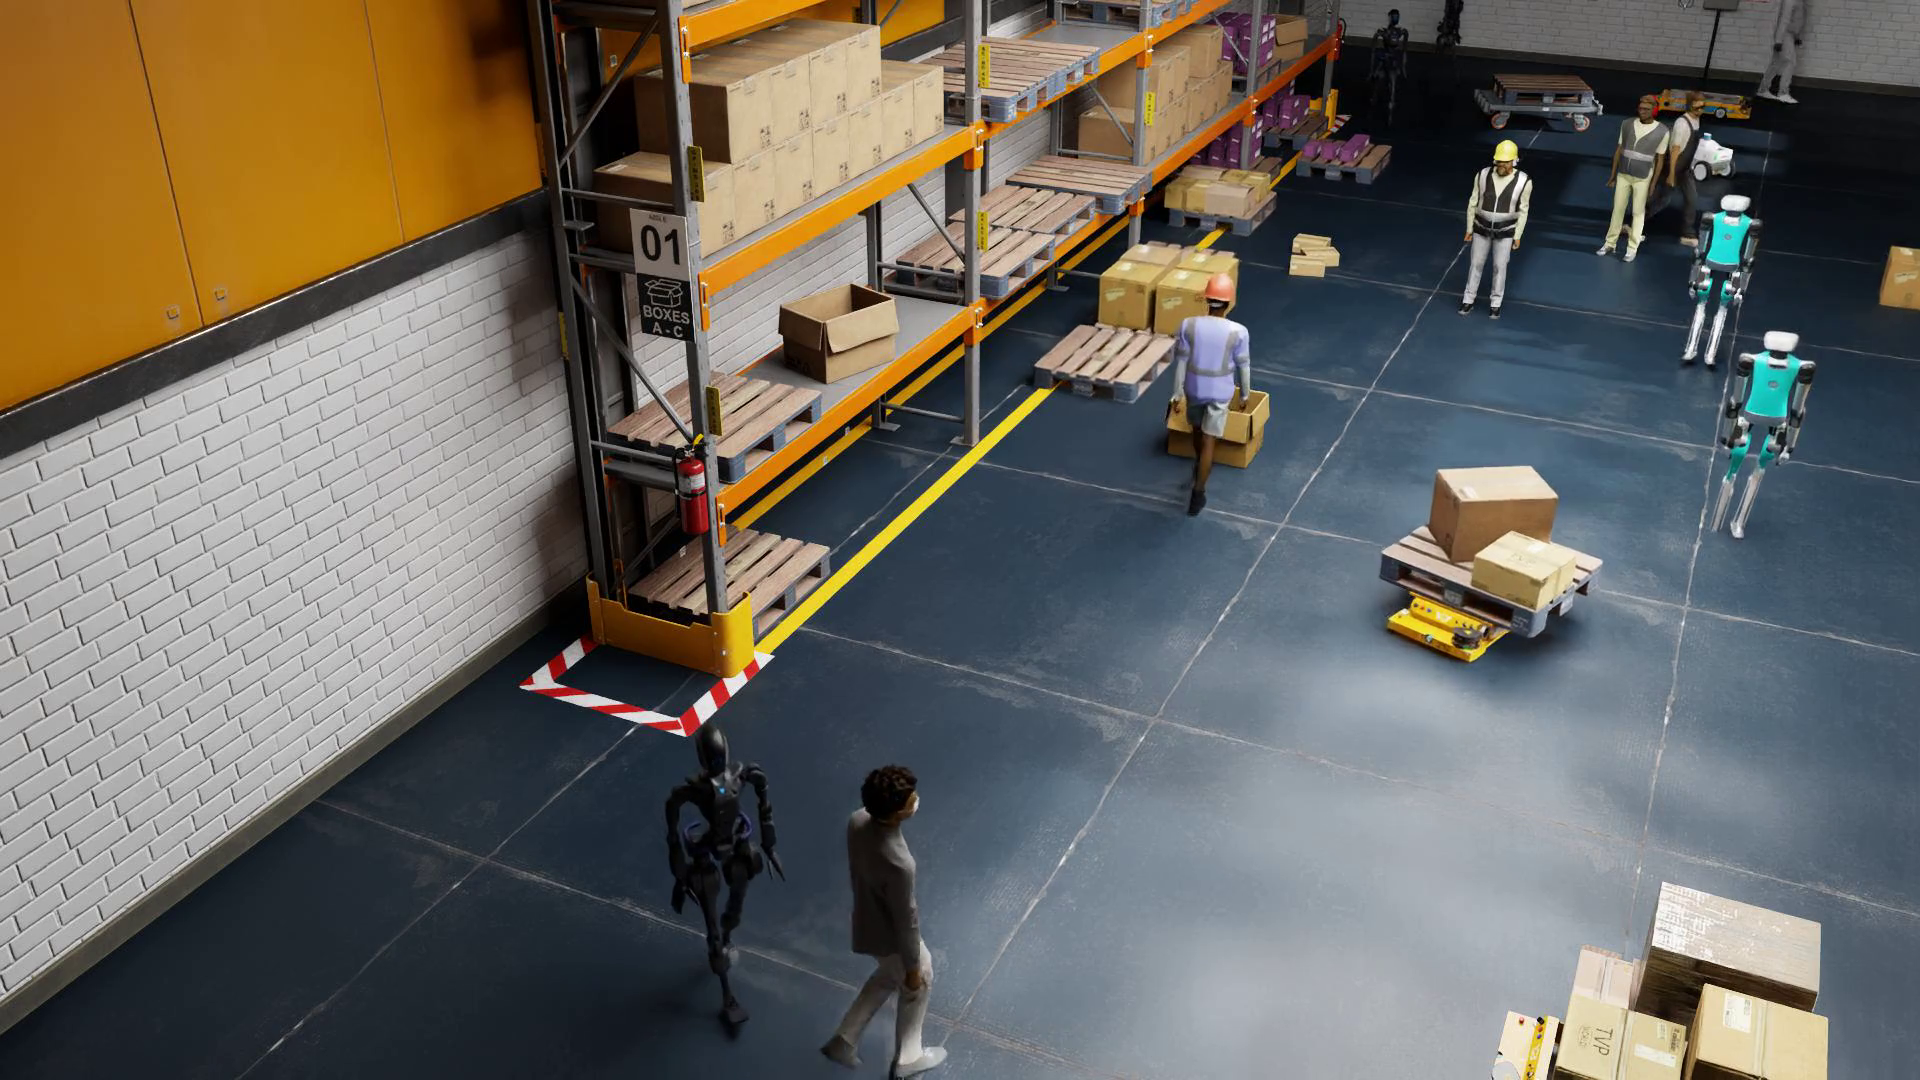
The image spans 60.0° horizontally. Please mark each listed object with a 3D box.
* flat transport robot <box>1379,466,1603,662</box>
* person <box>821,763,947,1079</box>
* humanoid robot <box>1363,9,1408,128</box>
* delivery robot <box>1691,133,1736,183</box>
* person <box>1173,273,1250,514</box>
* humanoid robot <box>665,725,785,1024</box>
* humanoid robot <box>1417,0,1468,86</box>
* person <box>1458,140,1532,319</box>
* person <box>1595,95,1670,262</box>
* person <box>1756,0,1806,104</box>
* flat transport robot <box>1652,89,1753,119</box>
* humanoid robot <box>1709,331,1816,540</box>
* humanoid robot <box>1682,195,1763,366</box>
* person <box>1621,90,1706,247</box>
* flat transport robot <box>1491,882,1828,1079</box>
[{"bbox_3d":[3.742,0.420,11.950,0.659,0.231,1.431,25,37,38],"label":"flat transport robot"},{"bbox_3d":[-0.331,1.798,7.694,0.512,1.870,0.556,-18,33,-30],"label":"person"},{"bbox_3d":[6.133,-6.814,23.937,0.611,1.634,0.772,-5,29,-9],"label":"humanoid robot"},{"bbox_3d":[9.695,-4.988,21.677,0.523,0.596,0.767,-12,30,-21],"label":"delivery robot"},{"bbox_3d":[2.032,-1.226,13.293,0.571,1.881,0.982,11,30,19],"label":"person"},{"bbox_3d":[-1.163,1.610,8.309,0.590,1.628,0.743,-14,32,-25],"label":"humanoid robot"},{"bbox_3d":[7.643,-7.925,25.999,0.831,1.618,0.611,21,35,34],"label":"humanoid robot"},{"bbox_3d":[5.443,-3.162,16.945,0.589,1.833,0.404,13,31,22],"label":"person"},{"bbox_3d":[7.544,-4.050,18.576,0.390,1.846,0.565,-25,37,-38],"label":"person"},{"bbox_3d":[12.537,-7.539,25.014,0.768,1.871,0.688,19,34,31],"label":"person"},{"bbox_3d":[11.016,-6.498,24.777,1.431,0.231,0.659,13,31,22],"label":"flat transport robot"},{"bbox_3d":[6.082,-0.779,12.709,0.539,1.871,0.687,11,30,20],"label":"humanoid robot"},{"bbox_3d":[7.172,-2.484,15.682,0.534,1.681,0.771,14,31,24],"label":"humanoid robot"},{"bbox_3d":[8.192,-4.254,19.012,0.876,1.797,0.533,22,36,35],"label":"person"},{"bbox_3d":[3.262,2.645,7.824,1.431,0.231,0.659,13,31,22],"label":"flat transport robot"}]
